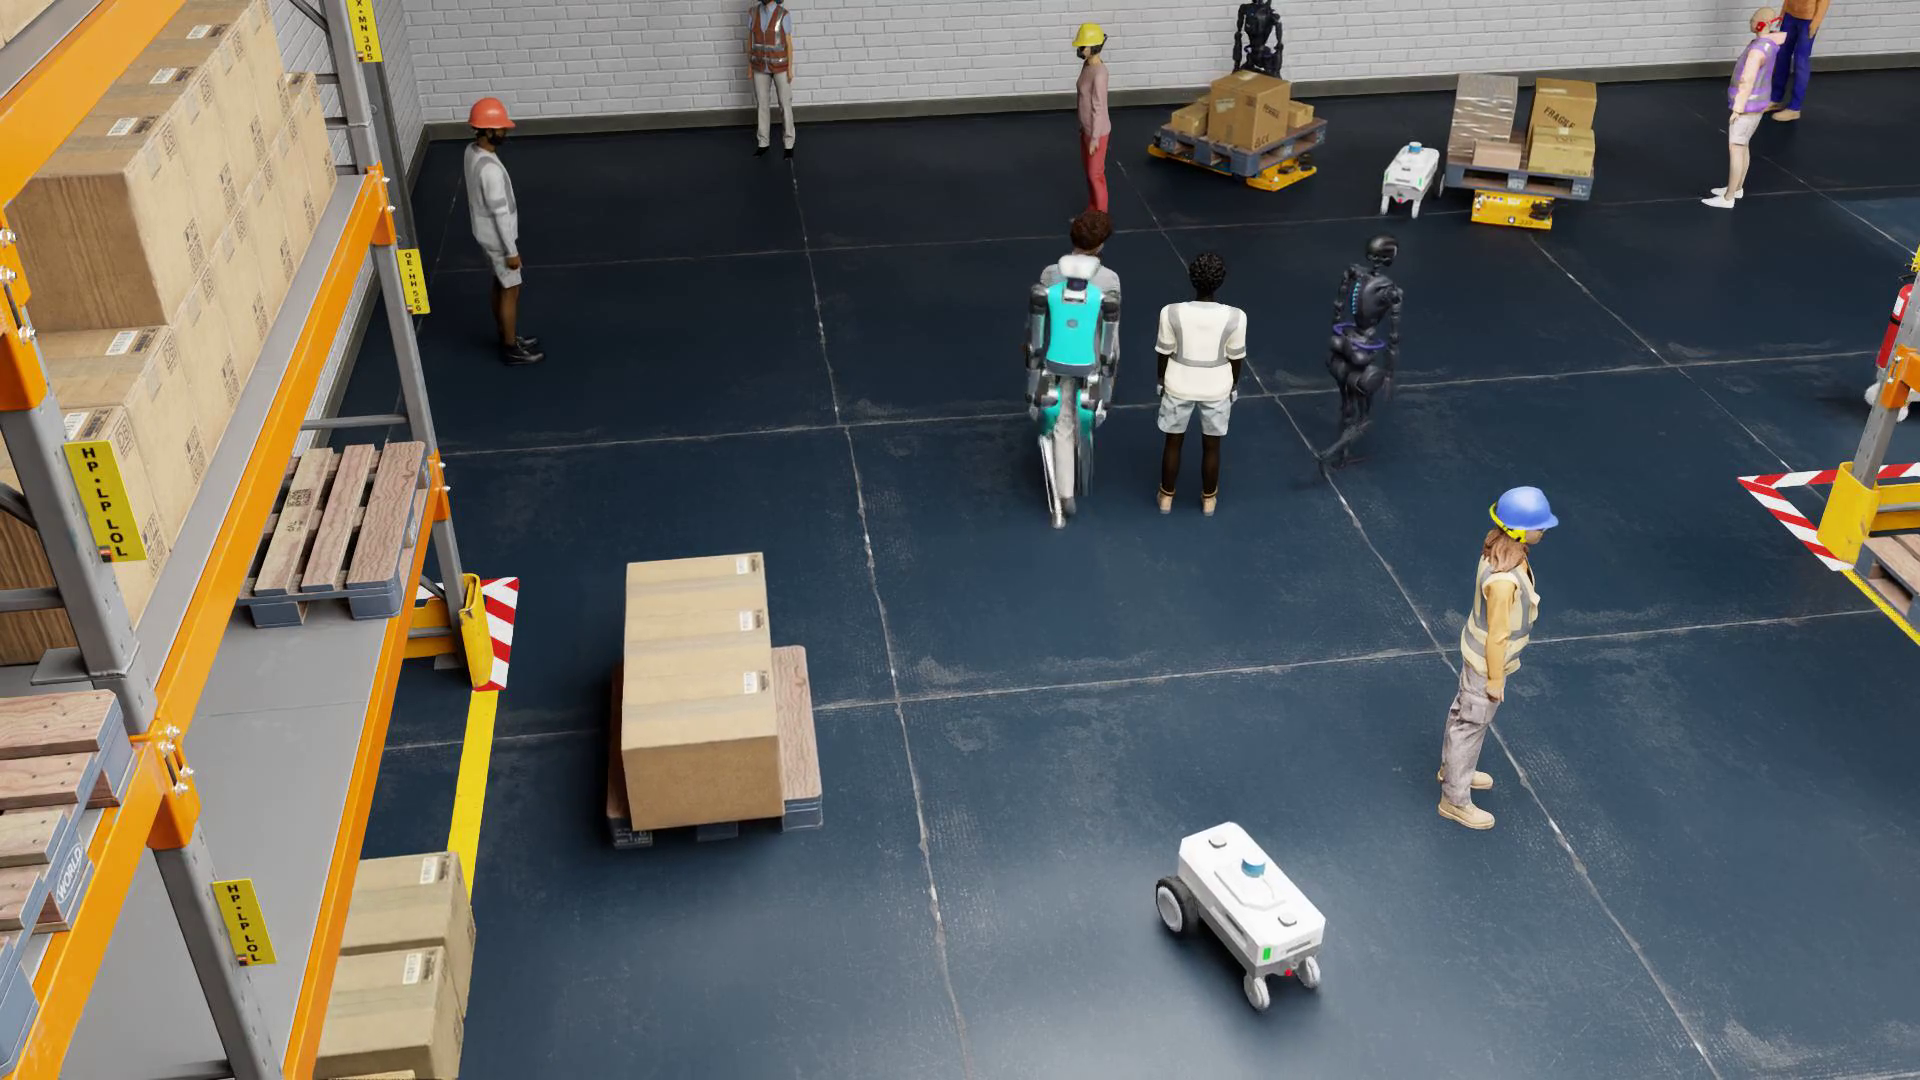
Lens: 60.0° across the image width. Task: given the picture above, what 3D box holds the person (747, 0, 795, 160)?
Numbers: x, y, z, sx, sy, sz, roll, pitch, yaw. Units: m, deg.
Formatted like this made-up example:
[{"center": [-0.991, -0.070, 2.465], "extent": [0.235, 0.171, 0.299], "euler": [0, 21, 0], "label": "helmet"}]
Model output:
[{"center": [-1.725, -4.325, 15.177], "extent": [0.436, 1.690, 0.318], "euler": [7, 34, 11], "label": "person"}]

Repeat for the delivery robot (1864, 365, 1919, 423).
[{"center": [6.621, -1.100, 11.262], "extent": [0.753, 0.579, 0.499], "euler": [-2, 33, -2], "label": "delivery robot"}]

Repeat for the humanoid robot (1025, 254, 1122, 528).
[{"center": [0.681, -0.907, 10.009], "extent": [0.546, 1.896, 0.723], "euler": [5, 33, 8], "label": "humanoid robot"}]

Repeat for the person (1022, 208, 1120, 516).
[{"center": [0.680, -1.126, 10.132], "extent": [0.536, 1.839, 0.957], "euler": [-3, 33, -4], "label": "person"}]

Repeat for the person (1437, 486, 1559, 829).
[{"center": [2.456, 0.531, 7.656], "extent": [0.305, 1.780, 0.462], "euler": [9, 34, 13], "label": "person"}]

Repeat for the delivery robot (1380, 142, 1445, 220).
[{"center": [3.912, -3.156, 14.425], "extent": [0.499, 0.592, 0.774], "euler": [15, 36, 21], "label": "delivery robot"}]

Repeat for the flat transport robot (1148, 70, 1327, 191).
[{"center": [2.494, -3.535, 15.269], "extent": [1.431, 0.231, 0.659], "euler": [28, 42, 36], "label": "flat transport robot"}]

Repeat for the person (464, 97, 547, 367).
[{"center": [-3.194, -2.137, 11.615], "extent": [0.390, 1.927, 0.548], "euler": [-16, 36, -23], "label": "person"}]

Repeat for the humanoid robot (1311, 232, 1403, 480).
[{"center": [2.403, -1.128, 10.303], "extent": [0.576, 1.641, 0.600], "euler": [-17, 37, -25], "label": "humanoid robot"}]

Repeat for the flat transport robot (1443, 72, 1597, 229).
[{"center": [4.857, -3.097, 14.598], "extent": [0.659, 0.231, 1.431], "euler": [9, 34, 14], "label": "flat transport robot"}]

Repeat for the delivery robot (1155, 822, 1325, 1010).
[{"center": [1.238, 1.569, 7.170], "extent": [0.499, 0.577, 0.769], "euler": [-15, 36, -22], "label": "delivery robot"}]

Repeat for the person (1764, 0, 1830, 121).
[{"center": [8.137, -5.080, 16.086], "extent": [0.404, 1.972, 0.515], "euler": [-10, 34, -15], "label": "person"}]

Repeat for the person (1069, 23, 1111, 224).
[{"center": [1.057, -3.357, 13.637], "extent": [0.346, 1.758, 0.519], "euler": [-5, 33, -7], "label": "person"}]

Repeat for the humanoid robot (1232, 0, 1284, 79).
[{"center": [2.751, -4.314, 15.177], "extent": [0.431, 1.638, 0.593], "euler": [-24, 40, -32], "label": "humanoid robot"}]

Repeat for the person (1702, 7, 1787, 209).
[{"center": [6.715, -3.691, 14.213], "extent": [0.357, 1.683, 0.486], "euler": [21, 39, 29], "label": "person"}]

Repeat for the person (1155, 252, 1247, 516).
[{"center": [1.417, -0.909, 9.941], "extent": [0.533, 1.693, 0.320], "euler": [5, 33, 7], "label": "person"}]
